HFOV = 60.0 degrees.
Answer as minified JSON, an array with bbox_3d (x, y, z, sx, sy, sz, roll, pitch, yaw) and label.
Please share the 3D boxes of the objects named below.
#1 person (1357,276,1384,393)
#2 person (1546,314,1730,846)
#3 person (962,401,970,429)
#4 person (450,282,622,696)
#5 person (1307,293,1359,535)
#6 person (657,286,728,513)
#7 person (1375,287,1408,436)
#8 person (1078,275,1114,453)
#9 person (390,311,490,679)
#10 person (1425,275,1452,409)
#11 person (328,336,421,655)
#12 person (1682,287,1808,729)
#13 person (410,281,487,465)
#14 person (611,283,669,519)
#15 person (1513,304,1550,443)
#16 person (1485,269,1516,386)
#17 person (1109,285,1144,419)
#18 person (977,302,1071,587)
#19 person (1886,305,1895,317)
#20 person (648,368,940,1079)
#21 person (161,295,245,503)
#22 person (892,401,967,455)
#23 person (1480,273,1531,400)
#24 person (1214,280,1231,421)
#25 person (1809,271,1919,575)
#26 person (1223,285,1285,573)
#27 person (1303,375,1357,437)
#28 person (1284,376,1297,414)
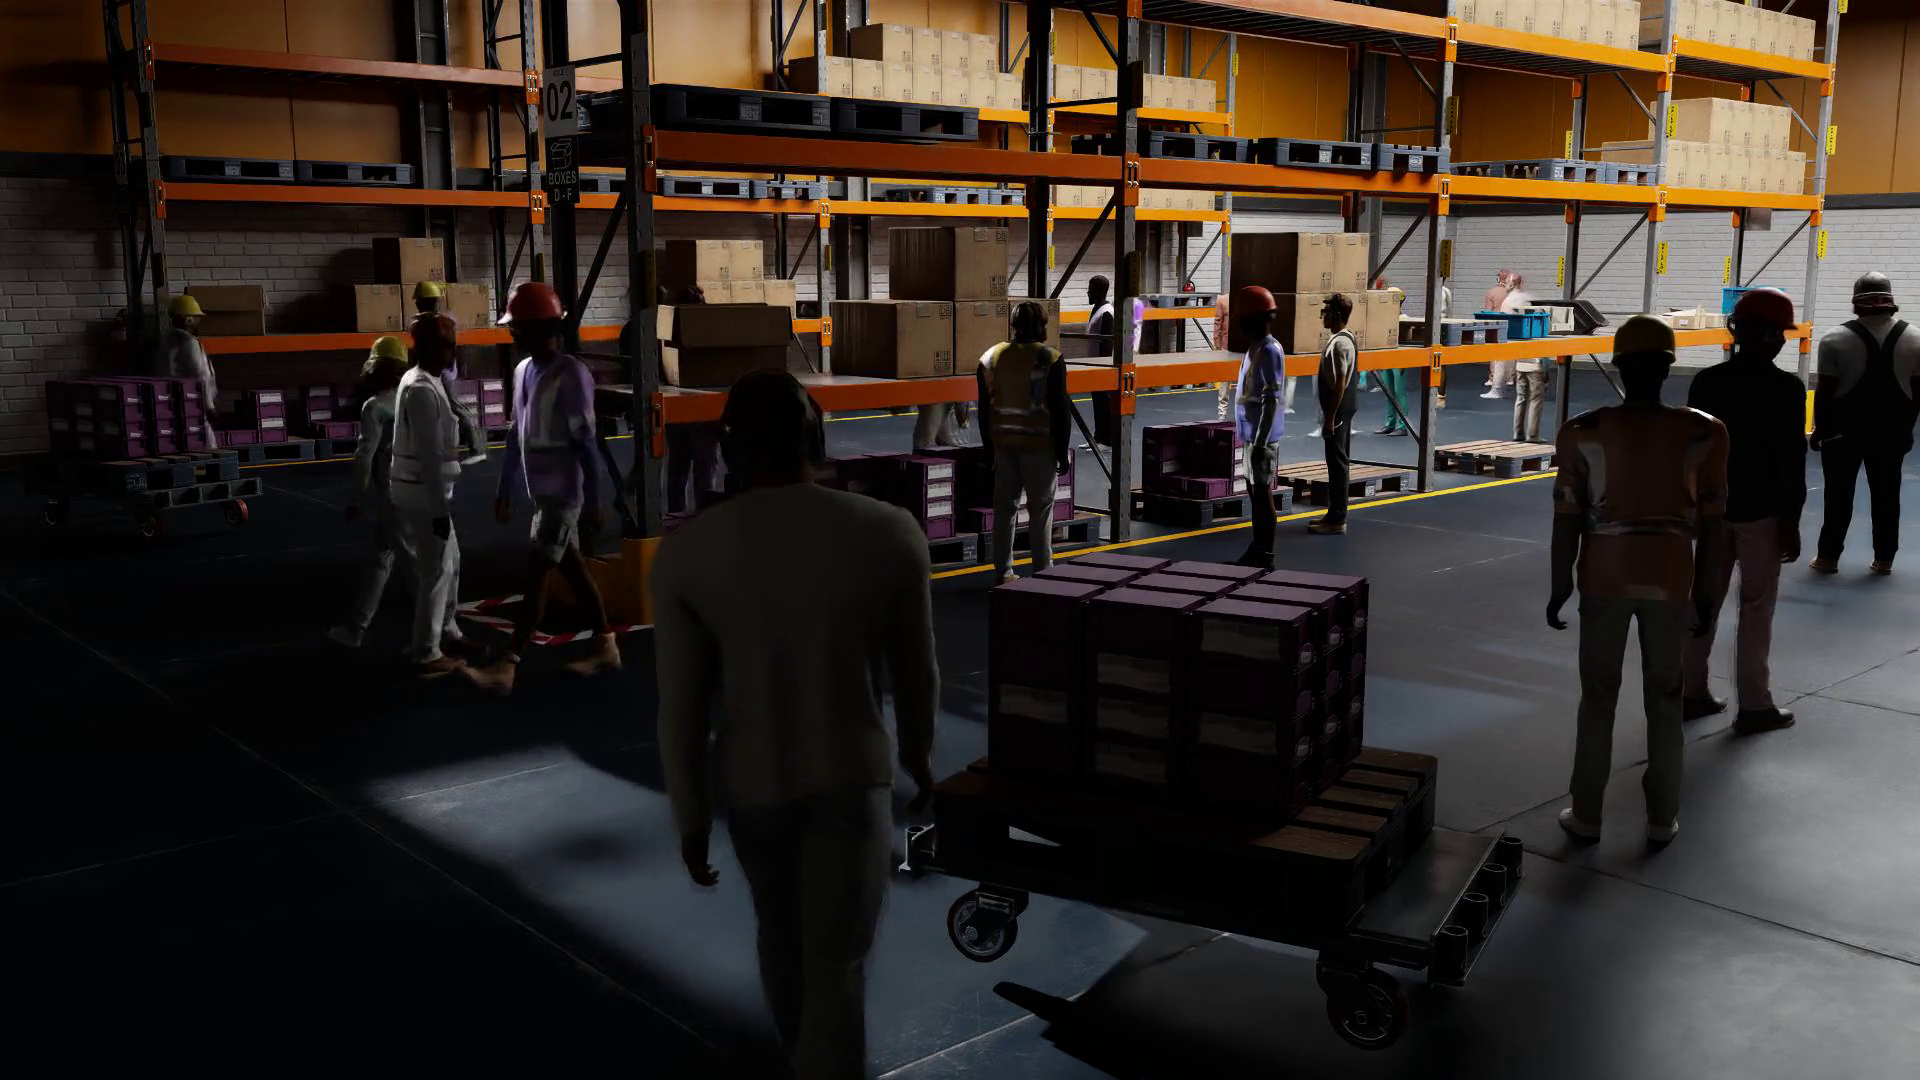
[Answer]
[{"bbox_3d":[6.346,-3.181,25.782,0.736,1.819,0.606,-1,10,-8],"label":"person"},{"bbox_3d":[2.425,0.153,6.006,0.585,1.918,0.379,2,10,13],"label":"person"},{"bbox_3d":[-0.079,-2.203,20.445,0.532,1.696,0.318,-2,10,-10],"label":"person"},{"bbox_3d":[-2.082,-0.250,8.148,0.960,1.990,0.626,-8,12,-37],"label":"person"},{"bbox_3d":[2.864,-0.961,12.739,0.345,1.846,0.507,3,10,16],"label":"person"},{"bbox_3d":[-1.950,-0.907,12.245,0.642,1.909,0.410,7,12,35],"label":"person"},{"bbox_3d":[5.126,-2.104,19.691,0.343,1.759,0.528,-3,10,-17],"label":"person"},{"bbox_3d":[1.530,-1.910,18.077,0.392,1.920,0.593,-2,10,-10],"label":"person"},{"bbox_3d":[-2.631,-0.222,8.407,0.478,1.866,0.707,-4,10,-20],"label":"person"},{"bbox_3d":[6.623,-2.829,23.107,0.394,2.040,0.610,4,10,21],"label":"person"},{"bbox_3d":[-3.082,-0.229,8.884,0.787,1.690,0.490,1,10,7],"label":"person"},{"bbox_3d":[3.537,-0.130,7.523,0.509,1.995,0.630,-4,11,-24],"label":"person"},{"bbox_3d":[-5.272,-1.658,16.736,0.992,1.872,0.608,-5,11,-29],"label":"person"},{"bbox_3d":[-2.375,-1.015,12.821,0.451,1.925,0.646,-8,13,-40],"label":"person"},{"bbox_3d":[6.534,-1.922,19.000,0.313,1.632,0.519,-4,10,-21],"label":"person"},{"bbox_3d":[8.886,-3.473,27.260,0.636,1.911,0.405,0,10,-3],"label":"person"},{"bbox_3d":[2.063,-2.471,21.391,0.547,1.902,0.840,5,11,28],"label":"person"},{"bbox_3d":[0.423,-0.577,10.506,0.631,1.839,0.428,6,11,31],"label":"person"},{"bbox_3d":[9.366,-1.614,16.992,0.535,1.697,0.322,5,11,28],"label":"person"},{"bbox_3d":[-0.367,0.556,3.778,0.637,1.884,1.064,0,10,0],"label":"person"},{"bbox_3d":[-6.552,-1.164,14.044,0.832,1.807,0.592,-7,12,-37],"label":"person"},{"bbox_3d":[-0.171,-1.159,13.805,1.063,1.887,0.637,-6,12,-33],"label":"person"},{"bbox_3d":[8.234,-3.008,24.623,0.643,1.880,0.880,-8,13,-40],"label":"person"},{"bbox_3d":[3.527,-2.459,21.090,0.612,1.987,0.399,1,10,7],"label":"person"},{"bbox_3d":[6.044,-0.788,11.152,0.676,2.000,0.536,2,10,11],"label":"person"},{"bbox_3d":[1.940,-0.699,10.947,0.363,1.933,0.543,0,10,0],"label":"person"},{"bbox_3d":[4.314,-2.099,19.457,0.640,1.829,0.452,5,11,25],"label":"person"},{"bbox_3d":[4.420,-2.492,22.372,0.523,1.615,0.359,6,11,30],"label":"person"}]
